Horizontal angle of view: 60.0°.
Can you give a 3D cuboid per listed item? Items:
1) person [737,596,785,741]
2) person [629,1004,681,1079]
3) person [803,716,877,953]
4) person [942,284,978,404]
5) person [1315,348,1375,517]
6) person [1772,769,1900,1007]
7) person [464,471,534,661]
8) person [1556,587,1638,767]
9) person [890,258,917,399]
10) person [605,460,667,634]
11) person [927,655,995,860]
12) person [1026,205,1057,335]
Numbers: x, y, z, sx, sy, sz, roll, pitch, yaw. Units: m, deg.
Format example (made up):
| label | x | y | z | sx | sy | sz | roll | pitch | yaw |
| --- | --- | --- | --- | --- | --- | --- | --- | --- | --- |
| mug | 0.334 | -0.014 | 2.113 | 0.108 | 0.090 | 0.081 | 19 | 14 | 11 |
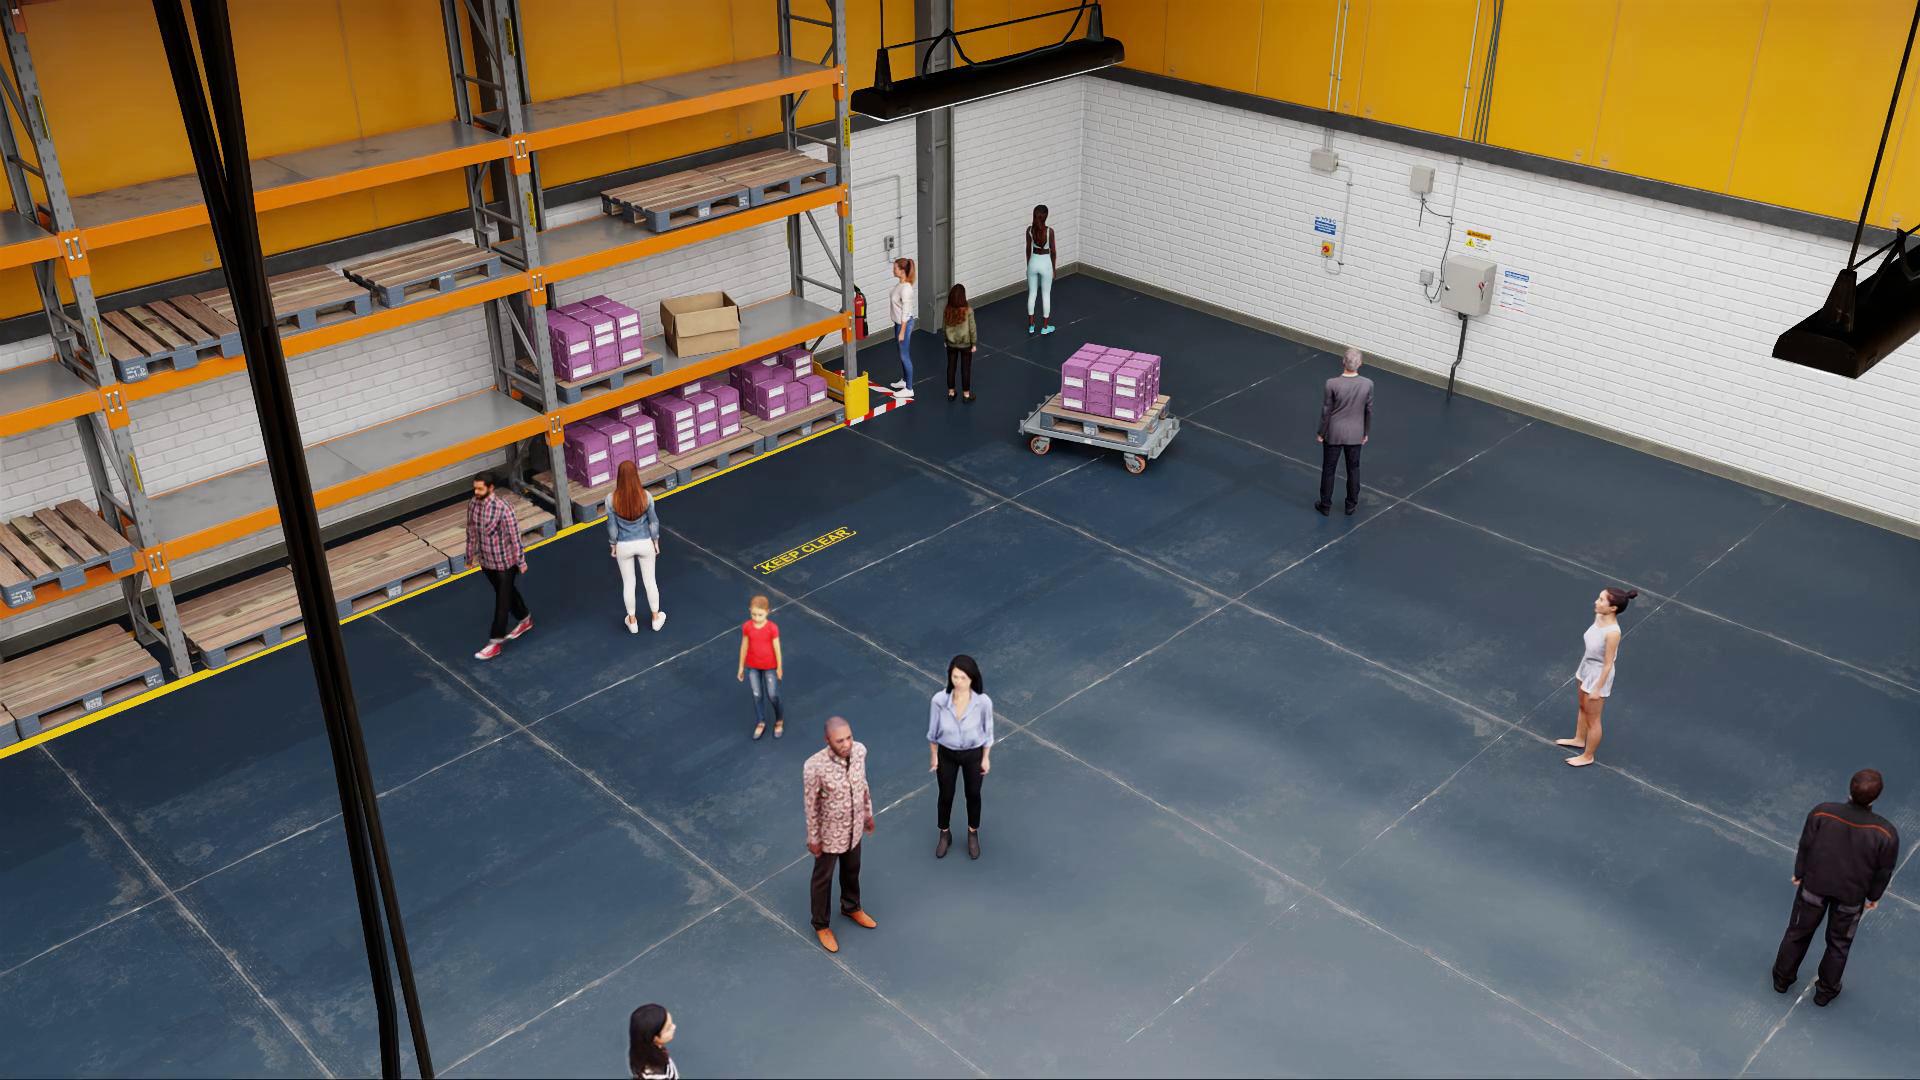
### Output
| label | x | y | z | sx | sy | sz | roll | pitch | yaw |
| --- | --- | --- | --- | --- | --- | --- | --- | --- | --- |
| person | -1.639 | 1.022 | 13.856 | 0.608 | 1.306 | 0.661 | 7 | 29 | 12 |
| person | -1.664 | 3.273 | 9.220 | 0.613 | 1.795 | 0.654 | -14 | 31 | -23 |
| person | -0.853 | 1.986 | 11.566 | 0.541 | 1.808 | 0.753 | -22 | 36 | -34 |
| person | -0.010 | -2.354 | 19.870 | 0.650 | 1.475 | 0.642 | 10 | 30 | 18 |
| person | 3.978 | -1.125 | 17.235 | 0.789 | 1.840 | 0.850 | 0 | 29 | 0 |
| person | 5.776 | 2.286 | 10.983 | 0.765 | 1.839 | 0.649 | 17 | 33 | 28 |
| person | -4.105 | 0.145 | 15.016 | 0.854 | 1.735 | 1.085 | 17 | 33 | 28 |
| person | 5.142 | 1.080 | 13.436 | 0.724 | 1.606 | 0.660 | 1 | 29 | 2 |
| person | -0.677 | -2.570 | 20.009 | 0.725 | 1.720 | 0.691 | -3 | 29 | -6 |
| person | -2.975 | 0.065 | 15.200 | 0.642 | 1.700 | 0.750 | -5 | 29 | -10 |
| person | 0.013 | 1.604 | 12.333 | 0.723 | 1.743 | 0.758 | 3 | 29 | 5 |
| person | 1.049 | -3.555 | 21.810 | 0.641 | 1.725 | 0.662 | 9 | 30 | 16 |
